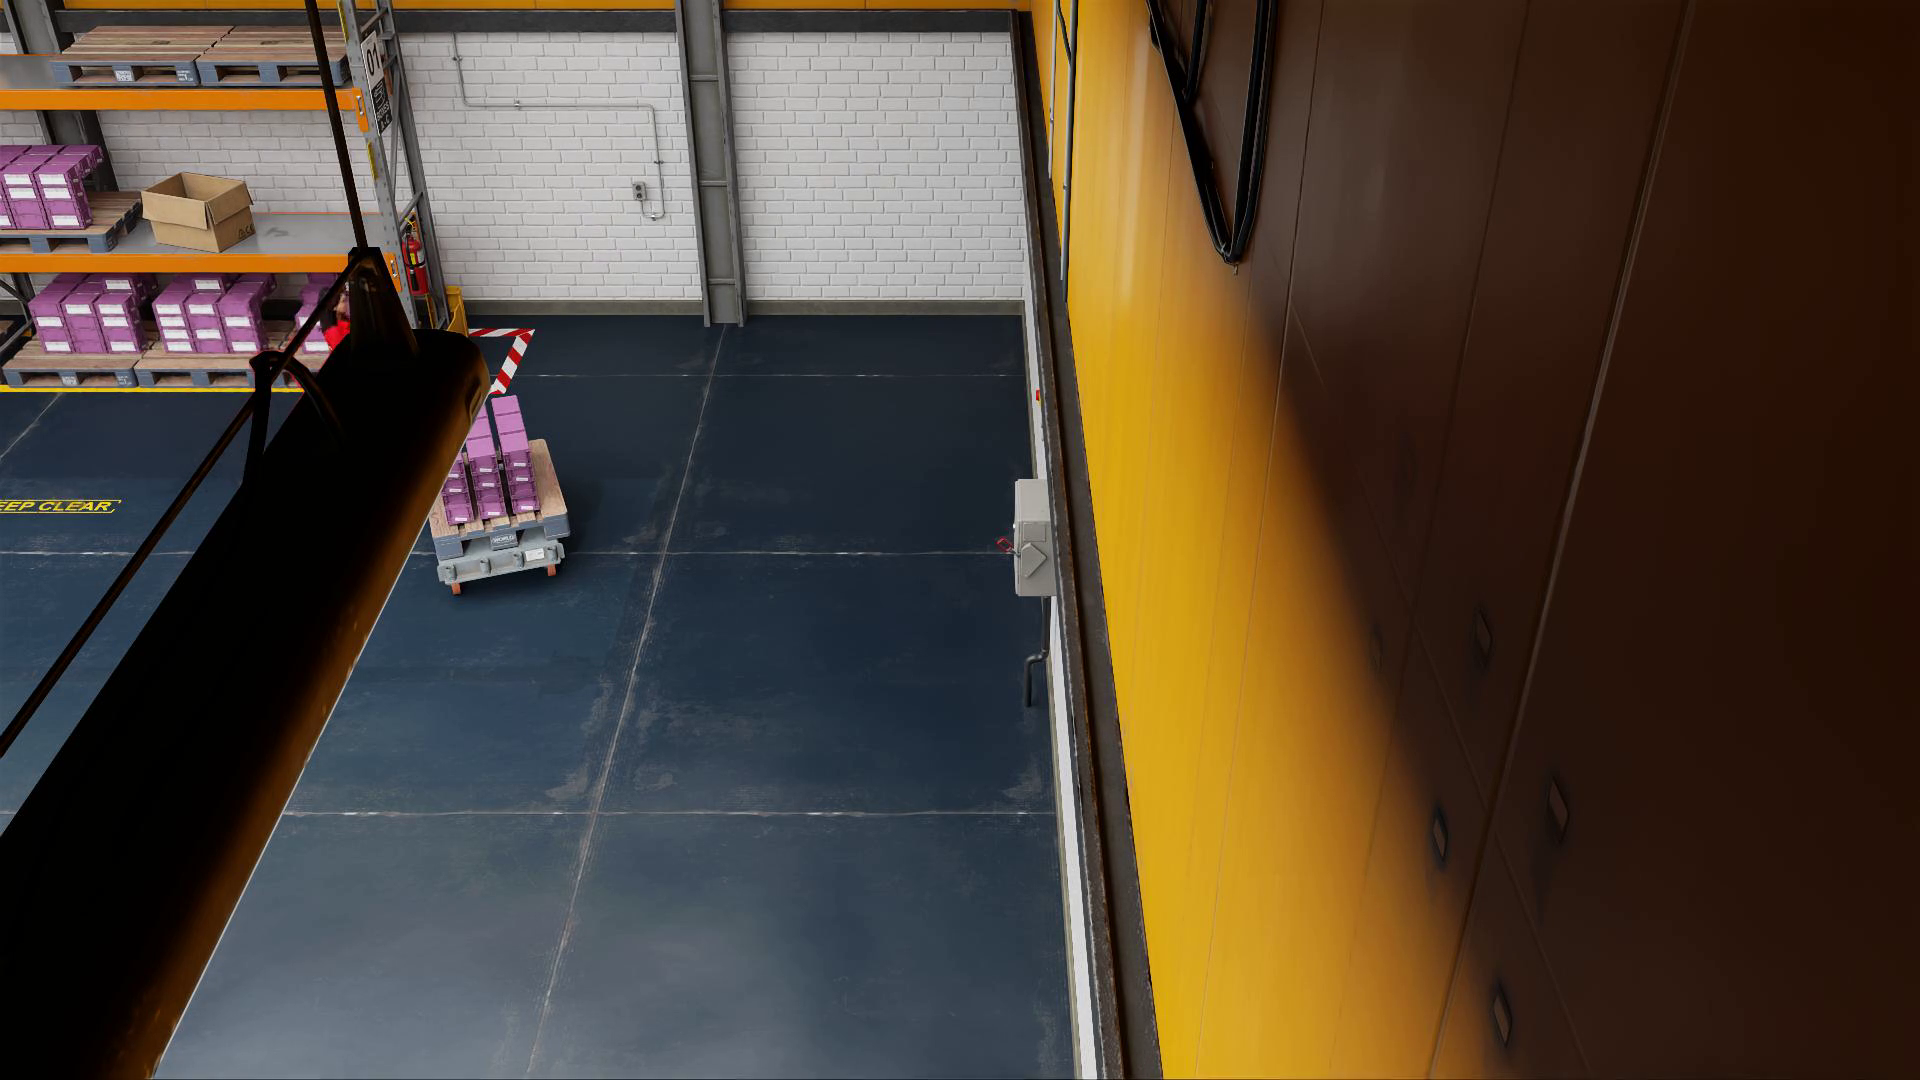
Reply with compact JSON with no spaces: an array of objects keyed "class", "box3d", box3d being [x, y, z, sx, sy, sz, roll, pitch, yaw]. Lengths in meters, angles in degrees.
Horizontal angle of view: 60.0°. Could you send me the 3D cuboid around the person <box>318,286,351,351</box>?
[{"class":"person","box3d":[-5.106,-1.300,13.788,1.124,1.717,0.807,-10,35,-14]}]
